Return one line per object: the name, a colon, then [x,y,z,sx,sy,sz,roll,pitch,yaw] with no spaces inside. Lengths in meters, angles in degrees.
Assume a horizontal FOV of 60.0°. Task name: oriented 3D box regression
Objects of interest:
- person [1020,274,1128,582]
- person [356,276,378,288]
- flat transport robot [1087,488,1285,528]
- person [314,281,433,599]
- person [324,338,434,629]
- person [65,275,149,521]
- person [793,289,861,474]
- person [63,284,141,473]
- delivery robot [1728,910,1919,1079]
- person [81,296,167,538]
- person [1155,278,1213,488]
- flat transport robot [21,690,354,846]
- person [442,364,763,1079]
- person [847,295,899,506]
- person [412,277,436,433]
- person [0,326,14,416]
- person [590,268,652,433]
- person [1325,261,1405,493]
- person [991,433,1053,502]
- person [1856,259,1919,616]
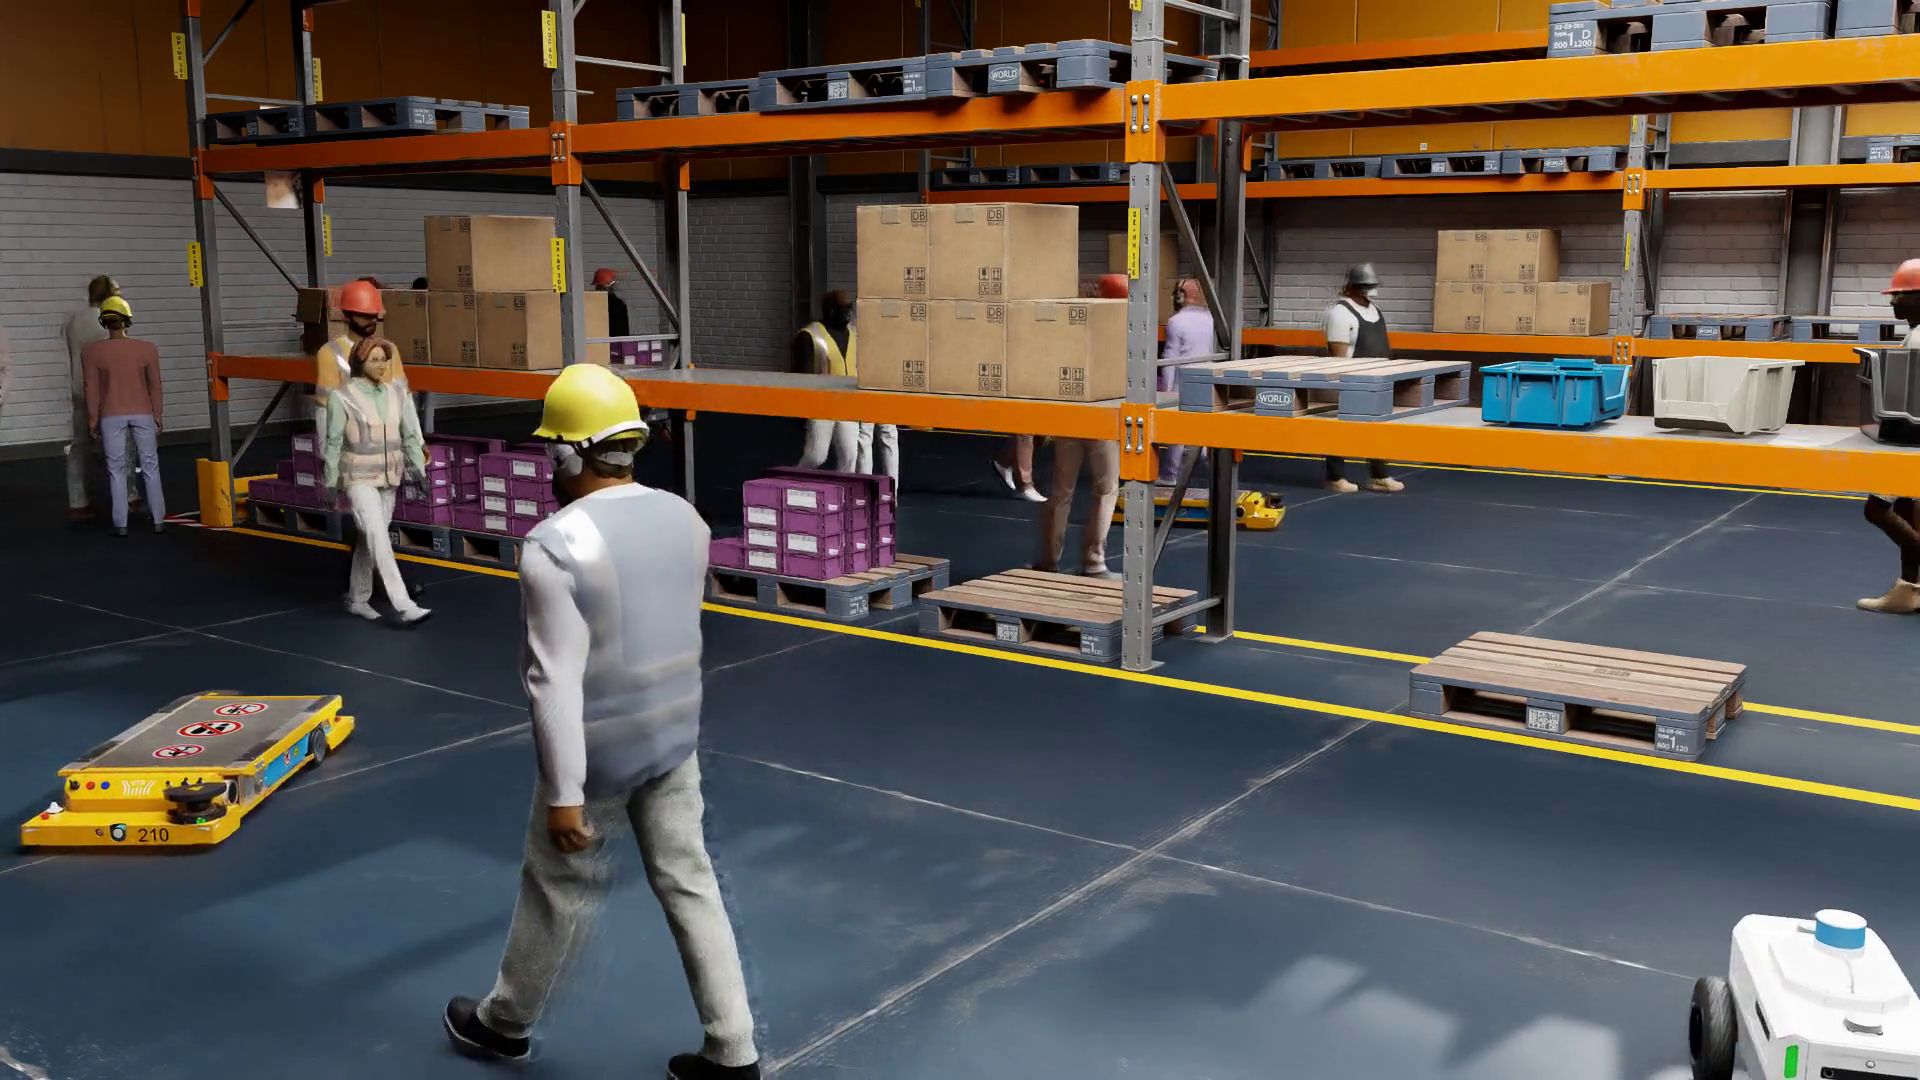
person: [0.746,-0.677,10.389,0.790,1.948,0.421,6,11,30]
person: [-5.714,-1.617,16.191,0.616,1.860,0.470,3,10,16]
flat transport robot: [1.757,-0.264,12.873,1.431,0.197,0.652,3,10,17]
person: [-3.432,-0.568,9.830,0.866,1.899,0.548,5,11,29]
person: [-3.177,-0.309,9.176,0.845,1.588,0.543,6,11,31]
person: [-6.725,-1.120,13.103,0.763,1.897,0.821,5,11,28]
person: [-1.050,-1.026,12.844,0.664,1.818,0.697,-8,12,-38]
person: [-8.074,-1.503,15.588,0.525,1.852,0.683,8,13,40]
delivery robot: [1.966,1.080,3.747,0.477,0.478,0.707,3,10,16]
person: [-6.129,-0.897,12.207,0.525,1.765,0.329,-6,11,-34]
person: [2.021,-1.356,14.616,0.892,1.879,0.651,8,13,41]
flat transport robot: [-2.876,0.833,6.337,0.652,0.197,1.431,0,10,-1]
person: [-0.866,0.467,4.034,0.907,1.781,0.606,7,12,34]
person: [-0.732,-1.169,13.600,0.634,1.840,0.429,-7,12,-34]
person: [-5.824,-1.931,18.110,0.504,1.852,0.376,3,10,17]
person: [-7.387,-0.972,12.390,0.668,1.854,0.643,-2,10,-10]
person: [-4.020,-2.147,19.150,1.036,1.944,0.611,2,10,9]
person: [3.532,-1.402,14.386,0.713,2.000,0.797,-9,13,-41]
person: [0.516,-1.249,13.981,0.538,1.879,0.651,6,11,30]
person: [5.381,-0.556,9.383,0.486,2.031,0.609,8,12,38]
